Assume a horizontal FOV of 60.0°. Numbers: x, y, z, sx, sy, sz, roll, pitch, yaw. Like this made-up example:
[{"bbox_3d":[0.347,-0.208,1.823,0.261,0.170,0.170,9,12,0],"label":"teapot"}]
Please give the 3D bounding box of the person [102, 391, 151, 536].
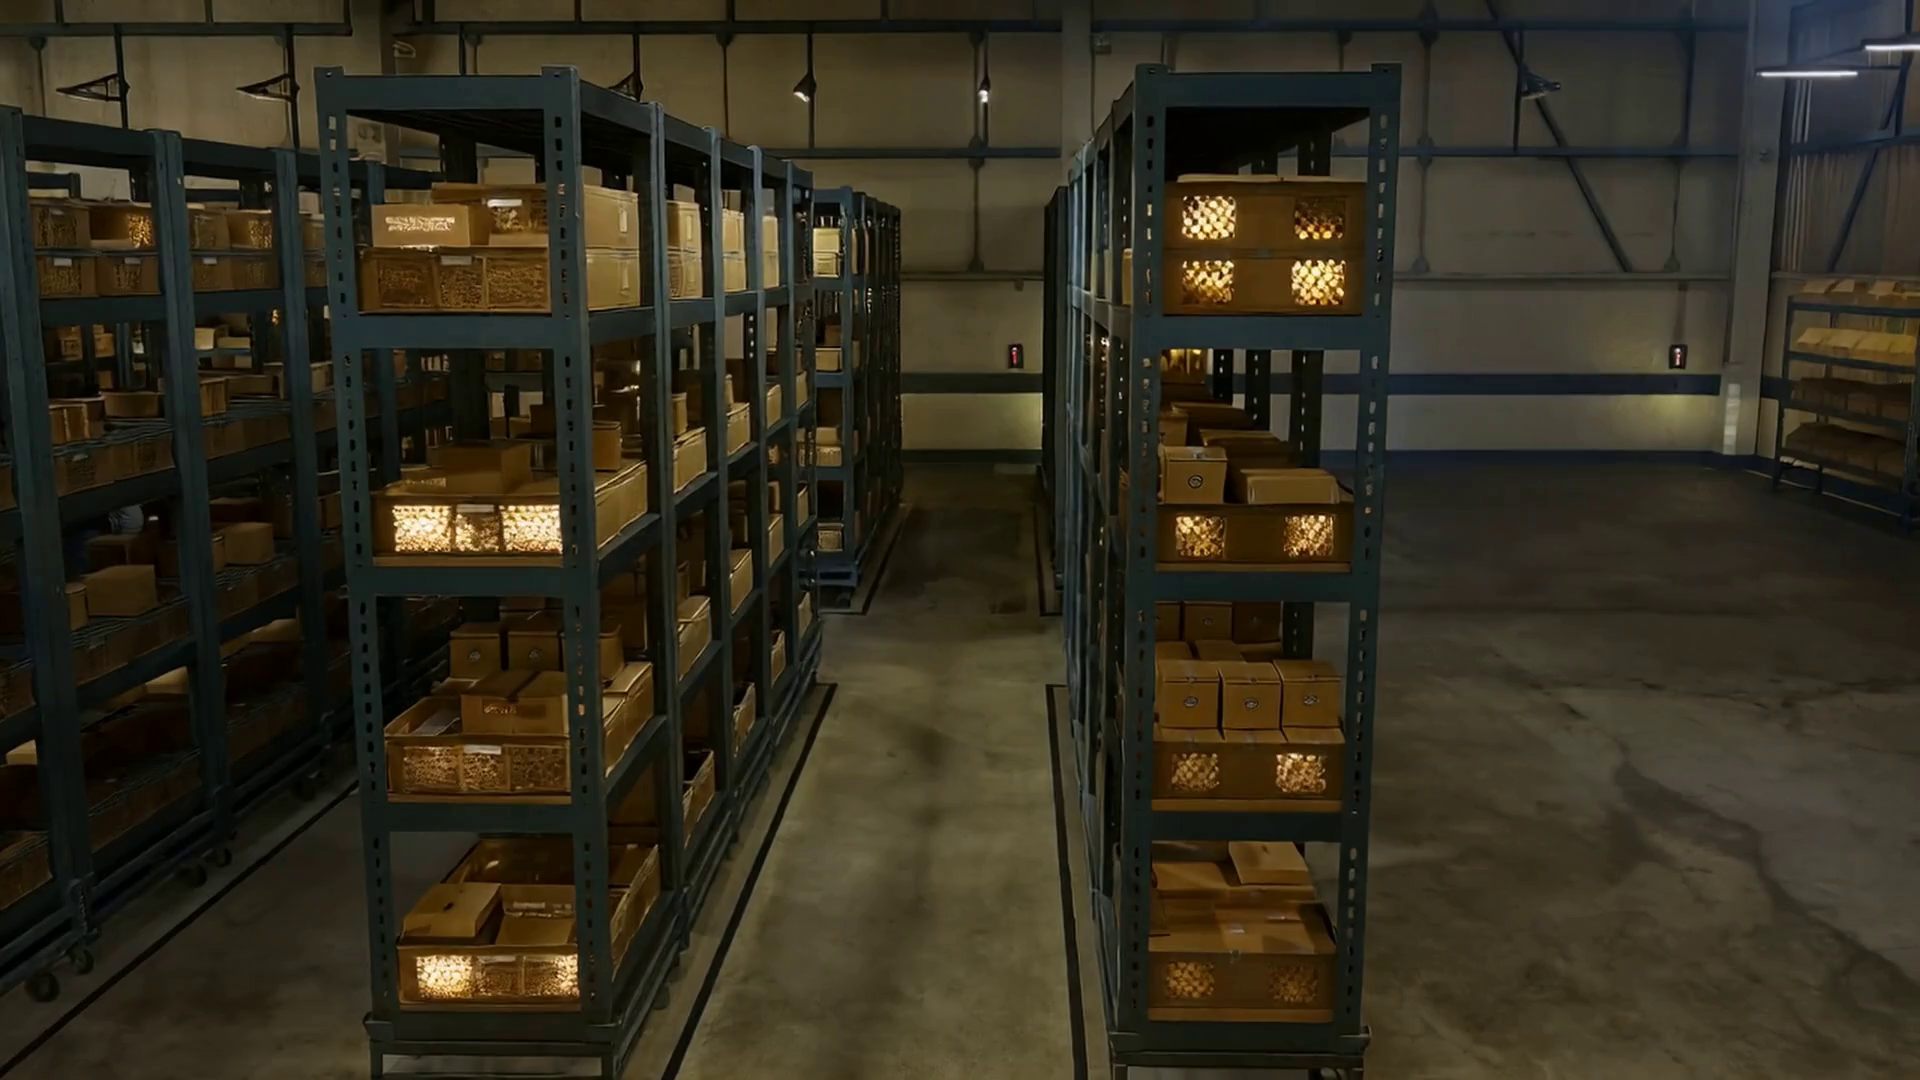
[{"bbox_3d":[-7.529,-0.415,14.916,0.590,1.833,0.404,1,10,6],"label":"person"}]
